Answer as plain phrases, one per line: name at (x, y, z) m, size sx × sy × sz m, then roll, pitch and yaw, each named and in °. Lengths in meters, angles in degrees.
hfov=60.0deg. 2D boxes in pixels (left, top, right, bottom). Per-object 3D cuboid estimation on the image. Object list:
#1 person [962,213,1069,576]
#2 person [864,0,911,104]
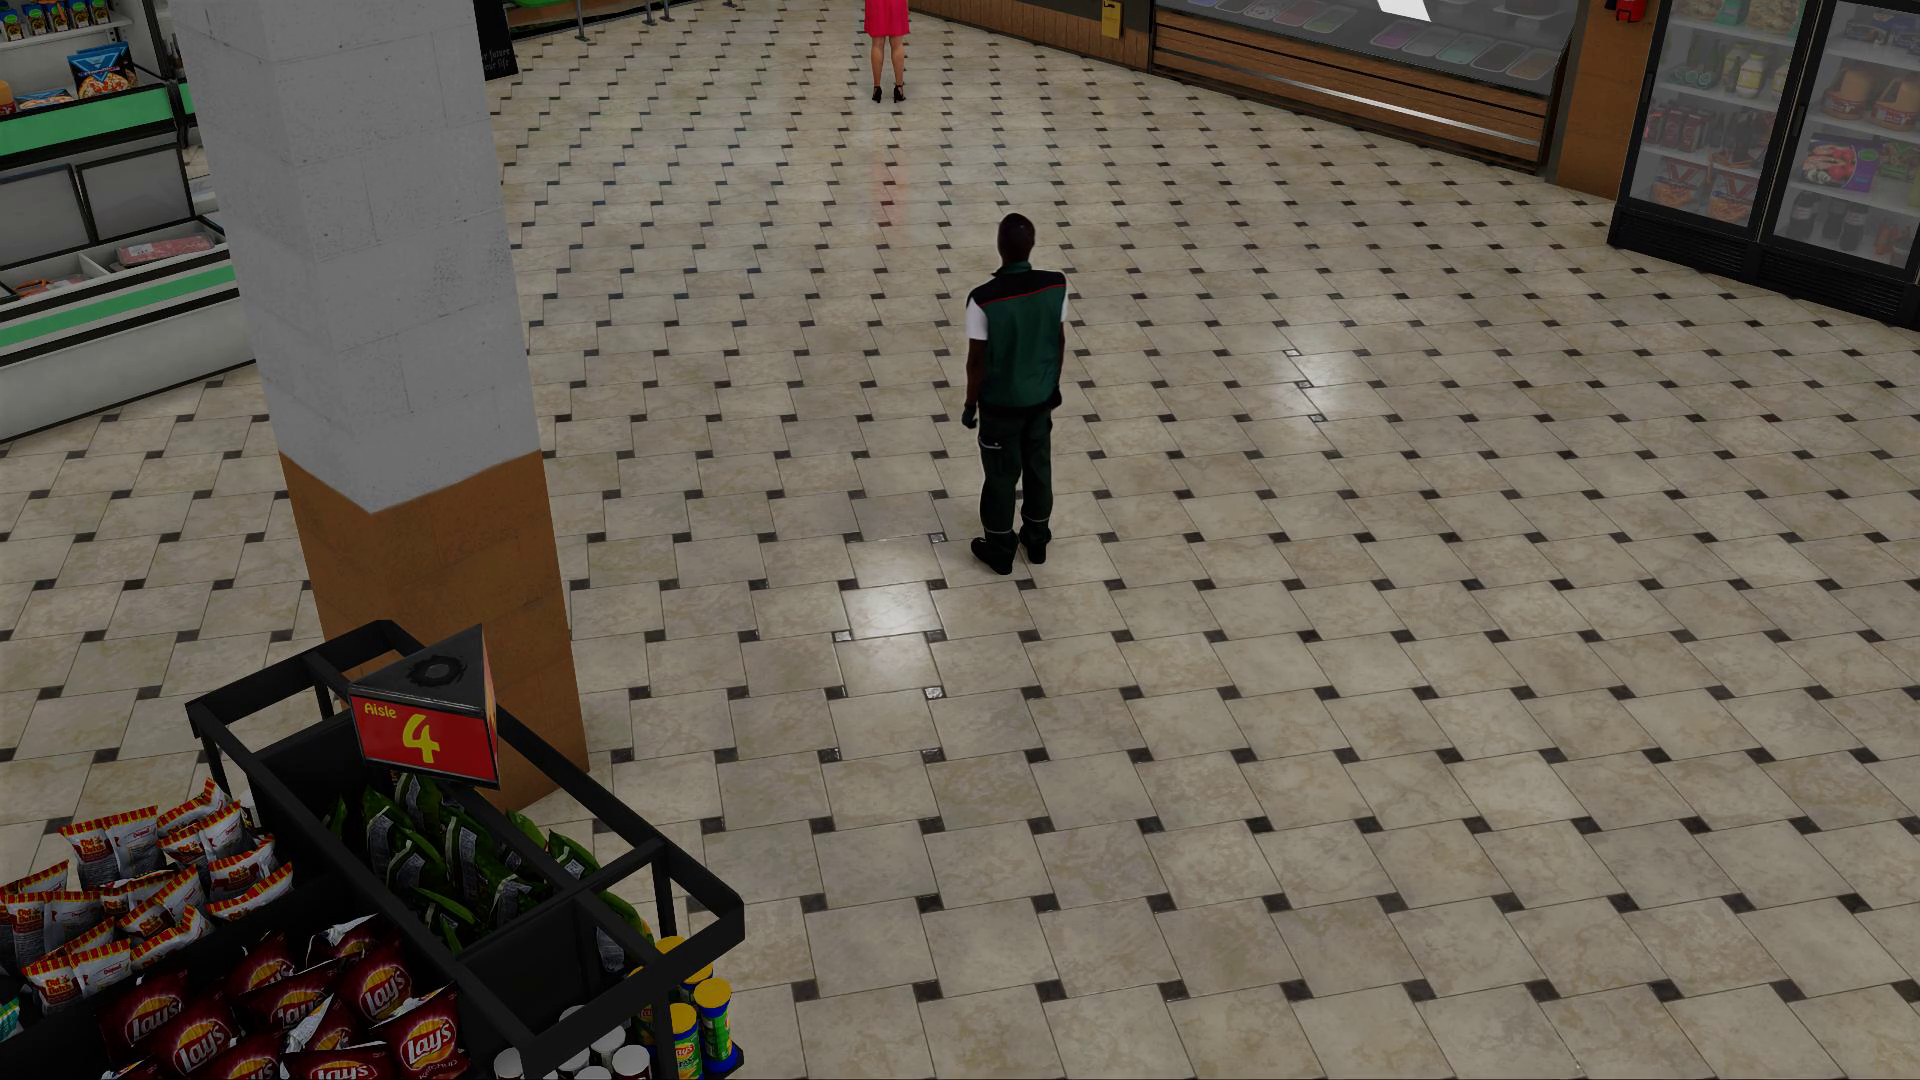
person at (0.267, -0.679, 7.939) m, size 0.667 × 1.839 × 0.820 m, roll -14°, pitch 35°, yaw -22°
person at (-0.648, -4.687, 14.484) m, size 0.661 × 1.729 × 0.713 m, roll 2°, pitch 32°, yaw 3°
